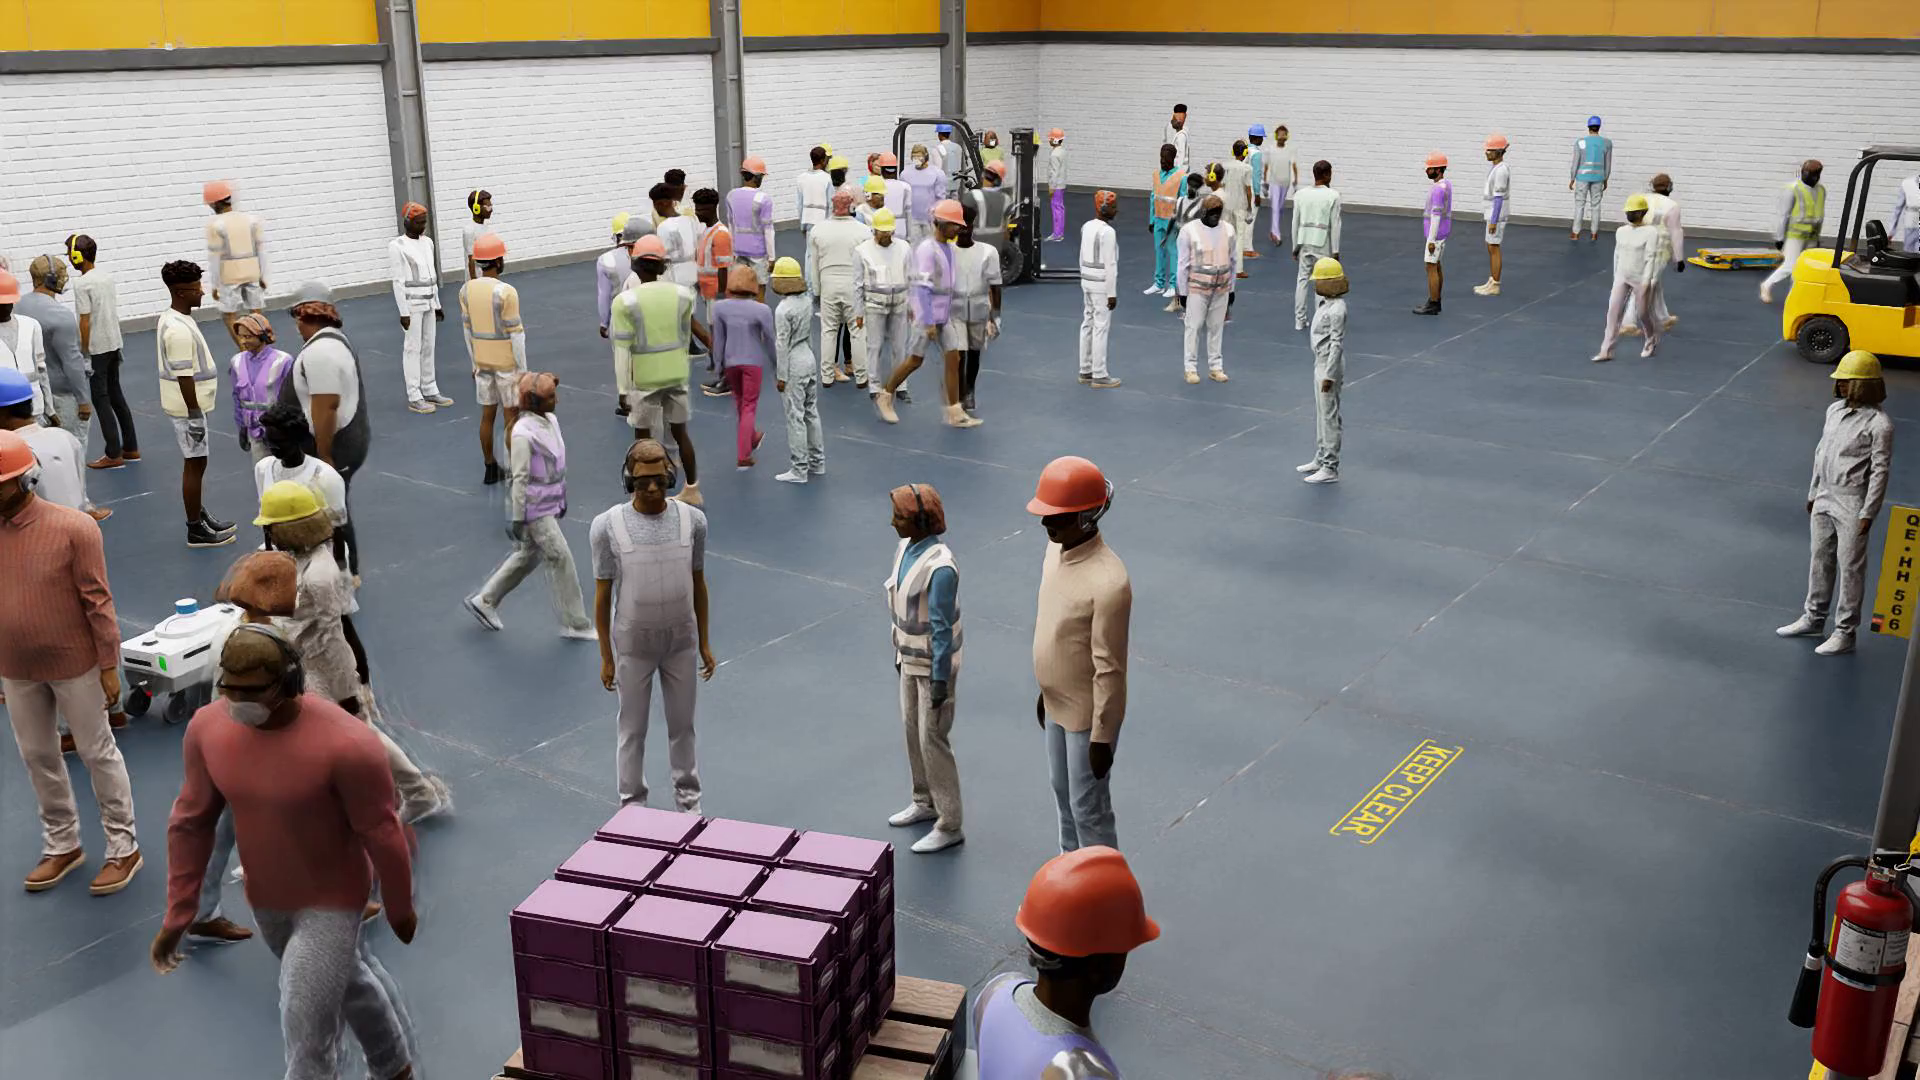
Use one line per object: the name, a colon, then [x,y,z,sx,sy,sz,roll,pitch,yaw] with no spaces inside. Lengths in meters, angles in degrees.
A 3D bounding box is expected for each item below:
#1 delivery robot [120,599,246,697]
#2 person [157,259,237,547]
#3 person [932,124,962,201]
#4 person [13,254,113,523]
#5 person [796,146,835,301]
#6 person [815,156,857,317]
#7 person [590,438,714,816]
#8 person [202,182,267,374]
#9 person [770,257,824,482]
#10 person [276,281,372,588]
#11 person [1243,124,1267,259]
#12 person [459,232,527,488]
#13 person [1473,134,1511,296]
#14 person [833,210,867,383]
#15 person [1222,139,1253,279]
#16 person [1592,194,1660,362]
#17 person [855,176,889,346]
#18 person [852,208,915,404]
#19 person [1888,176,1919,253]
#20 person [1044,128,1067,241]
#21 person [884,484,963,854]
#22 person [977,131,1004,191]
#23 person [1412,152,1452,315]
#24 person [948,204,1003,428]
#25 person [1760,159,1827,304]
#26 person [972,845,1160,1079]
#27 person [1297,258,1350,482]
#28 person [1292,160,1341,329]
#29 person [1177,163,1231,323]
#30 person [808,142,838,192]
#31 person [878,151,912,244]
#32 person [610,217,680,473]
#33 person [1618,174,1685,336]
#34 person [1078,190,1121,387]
delivery robot: [-4.055,0.552,8.781,0.477,0.478,0.707,7,19,21]
person: [-5.210,-0.923,11.289,0.381,1.958,0.599,-8,20,-25]
person: [-0.220,-5.327,25.070,0.406,1.945,0.614,14,23,38]
person: [-6.339,-1.043,11.708,0.638,1.929,0.374,12,21,33]
person: [-1.761,-3.911,20.686,0.587,1.920,0.391,12,21,33]
person: [-1.410,-3.622,19.860,0.636,1.884,0.629,-2,18,-7]
person: [-1.298,0.461,7.130,0.506,1.846,0.346,-8,20,-24]
person: [-7.215,-2.611,16.666,0.444,1.903,0.607,14,22,37]
person: [-1.289,-1.321,12.888,0.354,1.735,0.485,7,19,22]
person: [-3.878,-0.598,10.126,0.546,2.000,0.812,-4,18,-13]
person: [4.282,-5.117,24.433,0.415,1.940,0.605,-3,18,-9]
person: [-3.509,-1.361,12.674,0.545,1.942,0.354,9,20,25]
person: [6.785,-4.136,21.219,0.421,2.036,0.601,3,18,9]
person: [-1.116,-2.412,16.355,0.321,1.697,0.529,11,21,32]
person: [3.765,-4.485,22.585,0.509,1.860,0.334,17,24,42]
person: [7.031,-2.732,17.305,0.844,1.733,0.531,-12,21,-34]
person: [-0.930,-3.036,18.093,0.404,1.827,0.600,10,20,28]
person: [-0.695,-2.155,15.363,0.605,1.817,0.403,-7,19,-21]
person: [11.761,-3.797,20.429,0.609,1.856,1.046,15,23,39]
person: [1.510,-5.615,26.276,0.323,1.755,0.563,5,18,15]
person: [-0.147,0.540,7.235,0.313,1.630,0.524,-7,19,-21]
person: [0.499,-5.929,27.477,0.494,1.624,0.280,-9,20,-26]
person: [5.656,-3.660,19.894,0.388,1.929,0.548,8,19,22]
person: [0.062,-2.018,14.777,0.613,1.921,0.984,-2,18,-6]
person: [10.131,-3.679,20.115,0.636,1.825,0.540,-7,19,-20]
person: [0.230,1.550,3.595,0.388,1.929,0.544,-7,19,-20]
person: [2.810,-1.310,12.846,0.311,1.736,0.483,1,18,3]
person: [4.031,-3.329,18.875,0.587,1.915,0.397,15,23,39]
person: [2.898,-3.420,19.279,0.626,1.842,0.561,0,18,1]
person: [-1.881,-4.705,23.435,0.517,1.757,0.337,-6,19,-19]
person: [-0.846,-3.643,19.836,0.544,1.930,0.388,-8,19,-23]
person: [-2.450,-1.507,12.969,0.536,2.000,0.687,3,18,8]
person: [7.832,-3.191,18.670,0.947,1.783,0.679,-6,19,-18]
person: [1.353,-2.431,16.113,0.349,1.882,0.577,-7,19,-21]
